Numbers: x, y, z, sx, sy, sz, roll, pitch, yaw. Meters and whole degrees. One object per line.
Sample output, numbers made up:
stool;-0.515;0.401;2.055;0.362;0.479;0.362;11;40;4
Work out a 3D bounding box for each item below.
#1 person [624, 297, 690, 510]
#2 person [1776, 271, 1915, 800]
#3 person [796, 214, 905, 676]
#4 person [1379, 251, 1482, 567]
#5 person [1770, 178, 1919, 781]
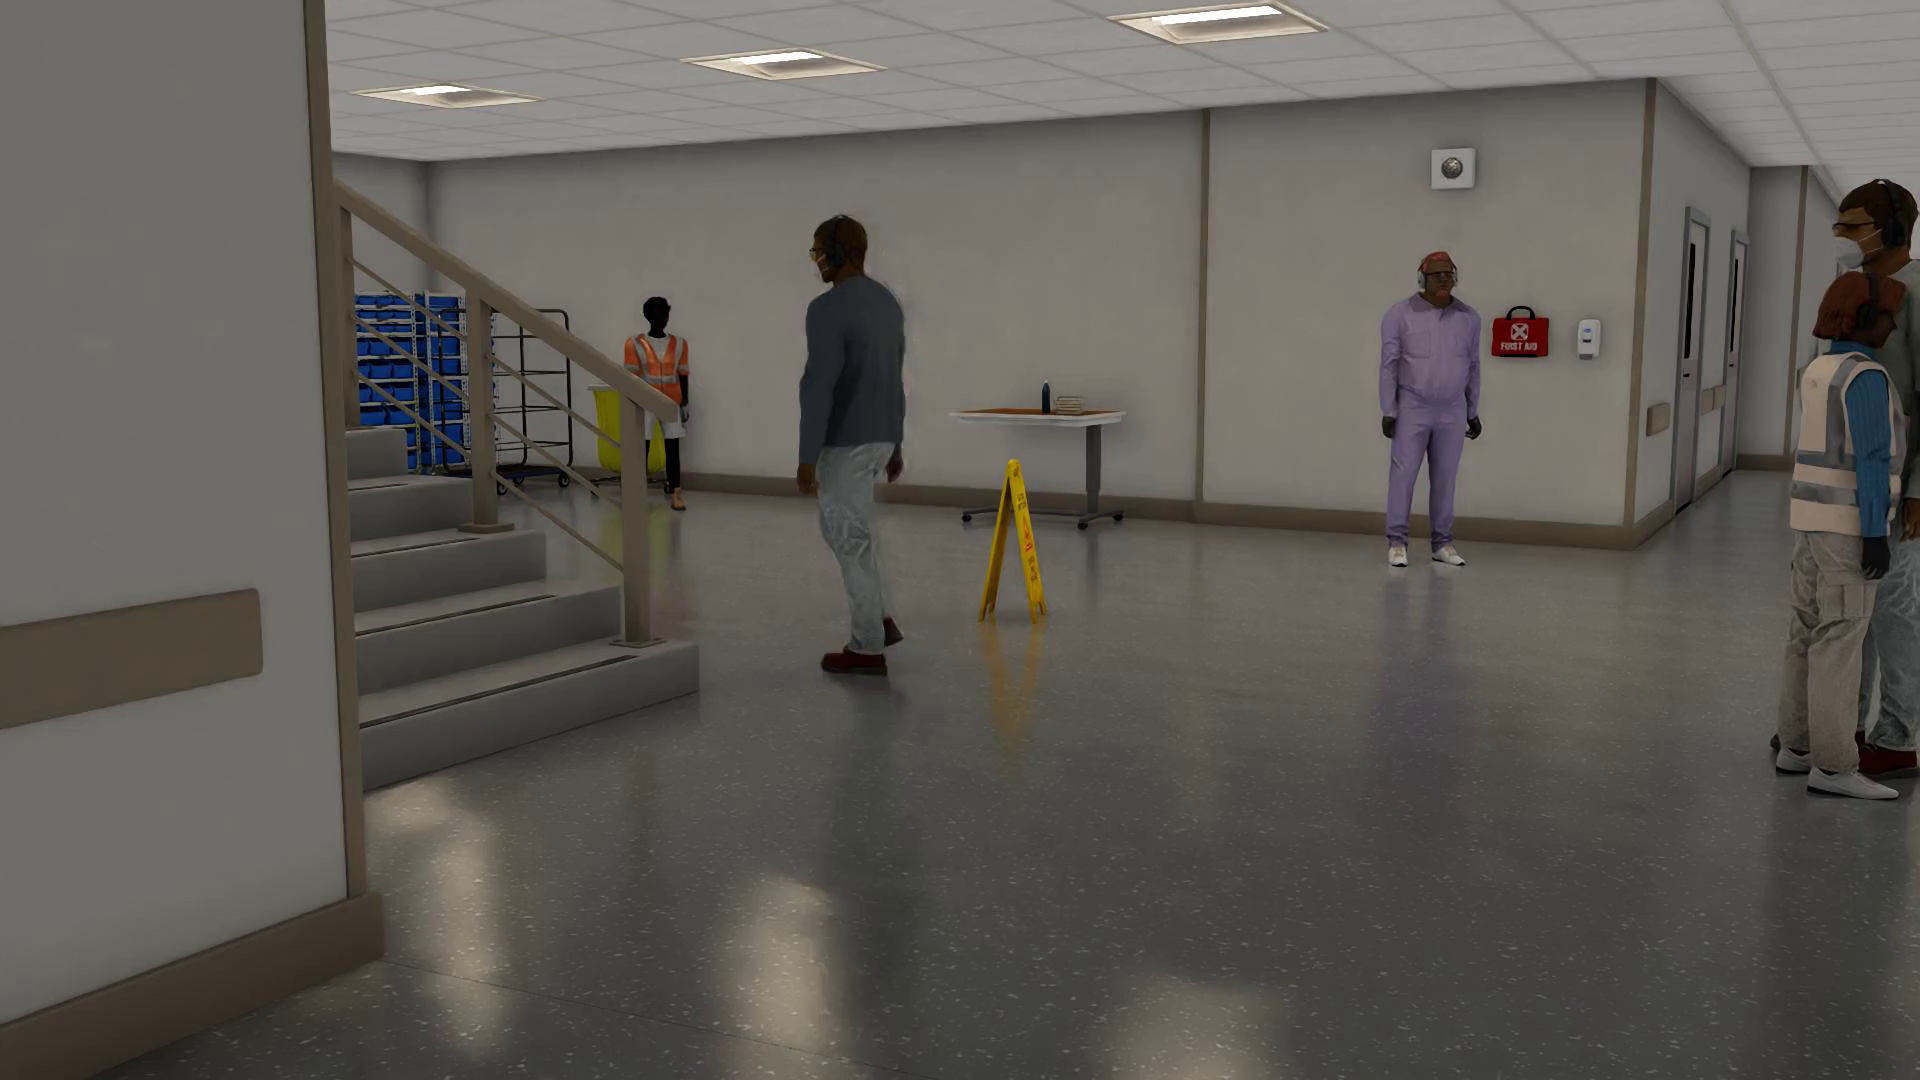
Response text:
person;-2.370;-1.056;13.039;0.536;1.691;0.322;-3;8;-25
person;2.779;-0.019;5.241;0.308;1.638;0.511;1;7;7
person;-0.471;-0.385;6.949;0.451;1.921;0.652;3;8;24
person;2.872;-0.788;10.121;0.639;1.911;0.406;-1;7;-6
person;2.970;-0.191;5.417;0.354;1.936;0.635;0;7;-4
